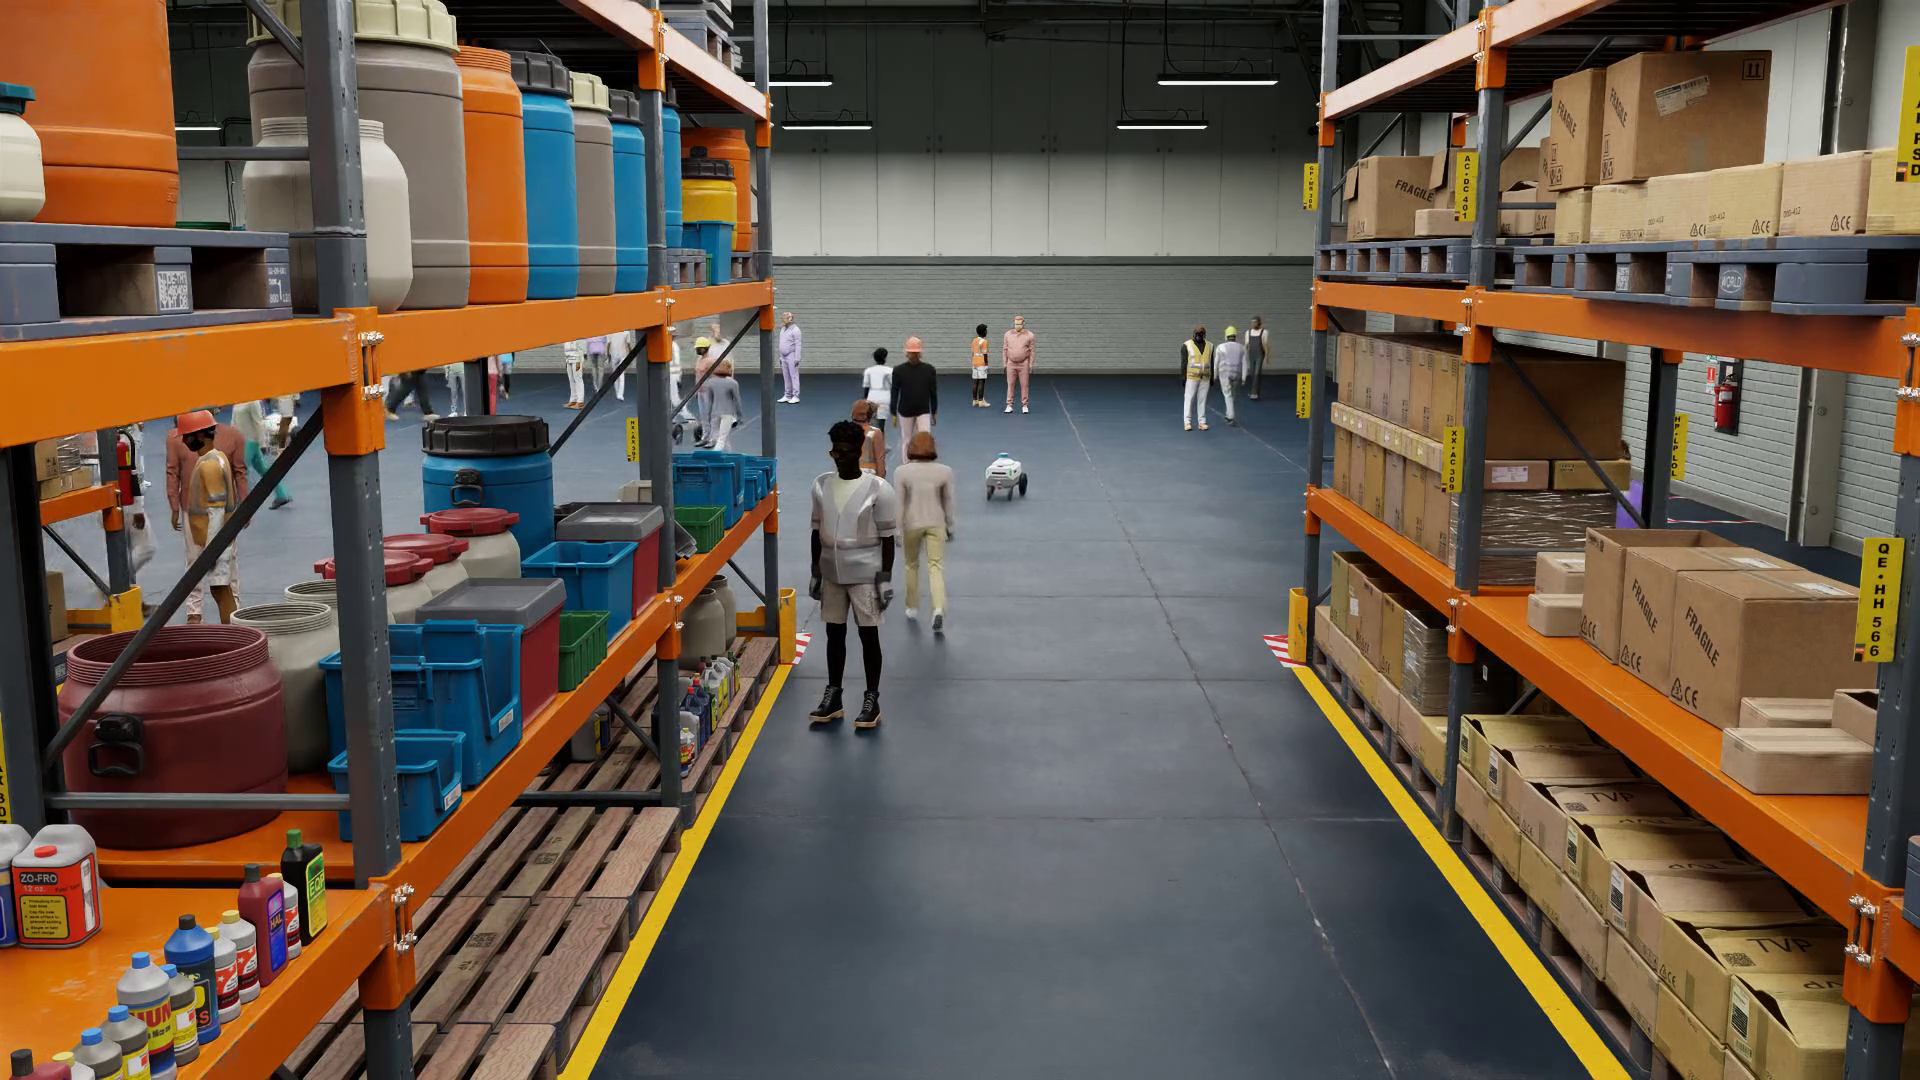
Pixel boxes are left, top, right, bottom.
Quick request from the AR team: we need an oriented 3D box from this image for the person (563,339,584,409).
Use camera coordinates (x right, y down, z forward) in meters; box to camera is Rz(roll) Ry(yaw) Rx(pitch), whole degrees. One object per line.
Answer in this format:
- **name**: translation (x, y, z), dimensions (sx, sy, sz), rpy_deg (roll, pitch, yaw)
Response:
- **person**: translation (-7.824, -3.636, 33.696), dimensions (0.382, 1.951, 0.605), rpy_deg (-7, 12, -38)

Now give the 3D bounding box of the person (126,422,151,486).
- **person**: translation (-10.999, -1.567, 21.921), dimensions (0.487, 1.744, 0.295), rpy_deg (1, 10, 4)

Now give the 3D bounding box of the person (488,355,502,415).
- **person**: translation (-8.821, -3.095, 31.031), dimensions (0.544, 1.765, 0.374), rpy_deg (-3, 10, -17)

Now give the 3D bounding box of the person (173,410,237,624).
- **person**: translation (-5.418, -0.004, 12.006), dimensions (0.373, 1.928, 0.543), rpy_deg (-4, 10, -22)

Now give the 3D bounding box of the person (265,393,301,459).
- **person**: translation (-10.042, -2.183, 24.759), dimensions (0.653, 2.026, 0.500), rpy_deg (7, 12, 35)

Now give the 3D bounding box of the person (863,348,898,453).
- **person**: translation (-1.248, -2.125, 25.524), dimensions (0.525, 1.658, 0.880), rpy_deg (5, 11, 29)

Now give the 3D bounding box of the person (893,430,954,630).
- **person**: translation (-0.287, -0.093, 13.534), dimensions (0.512, 1.602, 0.805), rpy_deg (-1, 10, -8)

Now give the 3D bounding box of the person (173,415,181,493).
- **person**: translation (-9.817, -1.496, 21.131), dimensions (0.509, 1.868, 0.328), rpy_deg (4, 10, 24)

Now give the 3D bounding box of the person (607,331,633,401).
- **person**: translation (-7.311, -3.903, 35.710), dimensions (0.536, 1.823, 0.984), rpy_deg (-1, 10, -6)

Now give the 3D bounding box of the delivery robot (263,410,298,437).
- **delivery robot**: translation (-11.209, -1.894, 27.279), dimensions (0.477, 0.478, 0.707), rpy_deg (3, 10, 15)

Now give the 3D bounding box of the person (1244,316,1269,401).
- **person**: translation (6.291, -3.885, 35.624), dimensions (0.532, 1.800, 0.921), rpy_deg (7, 11, 34)

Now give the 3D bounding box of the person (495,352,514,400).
- **person**: translation (-9.822, -3.849, 35.770), dimensions (0.537, 1.687, 0.499), rpy_deg (-5, 11, -27)

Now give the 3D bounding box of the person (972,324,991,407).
- **person**: translation (0.429, -3.580, 34.114), dimensions (0.318, 1.695, 0.539), rpy_deg (-5, 11, -27)

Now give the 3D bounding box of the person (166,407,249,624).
- **person**: translation (-6.059, -0.273, 13.416), dimensions (0.608, 1.996, 0.382), rpy_deg (-4, 10, -24)

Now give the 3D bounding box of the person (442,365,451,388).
- **person**: translation (-11.962, -4.346, 38.948), dimensions (0.521, 1.615, 0.678), rpy_deg (-9, 13, -44)

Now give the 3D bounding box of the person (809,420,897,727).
- **person**: translation (-0.697, 0.211, 10.603), dimensions (0.603, 1.966, 0.372), rpy_deg (5, 11, 26)

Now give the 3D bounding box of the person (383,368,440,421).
- **person**: translation (-10.317, -3.226, 31.093), dimensions (0.963, 2.000, 0.689), rpy_deg (0, 9, -2)

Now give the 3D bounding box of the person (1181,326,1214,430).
- **person**: translation (4.211, -2.864, 29.413), dimensions (0.630, 1.836, 0.429), rpy_deg (-3, 10, -15)

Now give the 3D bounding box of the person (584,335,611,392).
- **person**: translation (-8.217, -4.313, 37.892), dimensions (0.609, 1.900, 0.730), rpy_deg (1, 10, 4)

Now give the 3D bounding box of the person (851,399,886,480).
- **person**: translation (-0.931, -0.547, 16.132), dimensions (0.512, 1.637, 0.309), rpy_deg (7, 12, 35)

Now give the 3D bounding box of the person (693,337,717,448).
- **person**: translation (-4.100, -2.364, 26.632), dimensions (0.330, 1.765, 0.532), rpy_deg (-7, 12, -37)

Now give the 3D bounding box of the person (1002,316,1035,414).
- **person**: translation (1.144, -3.448, 32.714), dimensions (0.640, 1.904, 0.409), rpy_deg (2, 10, 10)

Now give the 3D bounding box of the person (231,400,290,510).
- **person**: translation (-8.411, -1.187, 19.727), dimensions (0.914, 1.723, 0.526), rpy_deg (-8, 13, -41)

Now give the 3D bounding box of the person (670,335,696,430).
- **person**: translation (-5.119, -2.856, 29.362), dimensions (0.970, 1.840, 0.583), rpy_deg (1, 10, 6)

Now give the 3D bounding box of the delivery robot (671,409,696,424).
- **delivery robot**: translation (-4.619, -2.059, 27.491), dimensions (0.335, 0.223, 0.698), rpy_deg (4, 10, 21)

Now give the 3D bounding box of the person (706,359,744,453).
- **person**: translation (-3.346, -1.759, 23.535), dimensions (0.510, 1.590, 0.872), rpy_deg (4, 10, 24)

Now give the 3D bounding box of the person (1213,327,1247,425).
- **person**: translation (4.953, -3.004, 30.432), dimensions (0.583, 1.792, 0.930), rpy_deg (-1, 10, -9)

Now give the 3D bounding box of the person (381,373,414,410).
- **person**: translation (-11.337, -3.501, 33.128), dimensions (0.626, 1.891, 1.049), rpy_deg (9, 13, 43)

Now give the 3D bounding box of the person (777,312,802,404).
- **person**: translation (-3.604, -3.838, 35.032), dimensions (0.401, 1.910, 0.642), rpy_deg (-8, 12, -39)

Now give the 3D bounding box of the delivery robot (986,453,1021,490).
- **delivery robot**: translation (0.557, -0.859, 21.081), dimensions (0.477, 0.478, 0.707), rpy_deg (2, 10, 12)

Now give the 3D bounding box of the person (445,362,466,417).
- **person**: translation (-9.604, -3.168, 31.837), dimensions (0.507, 1.633, 0.276), rpy_deg (0, 9, 0)

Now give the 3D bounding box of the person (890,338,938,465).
- **person**: translation (-0.591, -1.659, 21.822), dimensions (0.637, 1.954, 0.935), rpy_deg (-1, 10, -7)

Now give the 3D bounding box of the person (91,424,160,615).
- **person**: translation (-6.956, -0.276, 13.805), dimensions (0.606, 1.867, 0.483), rpy_deg (9, 13, 42)

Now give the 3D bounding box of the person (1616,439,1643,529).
- **person**: translation (4.253, 0.213, 11.033), dimensions (0.570, 1.824, 0.766), rpy_deg (0, 9, -2)

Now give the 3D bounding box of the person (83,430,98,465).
- **person**: translation (-12.669, -2.044, 24.402), dimensions (0.657, 1.874, 0.678), rpy_deg (5, 11, 28)

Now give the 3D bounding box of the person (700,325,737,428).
- **person**: translation (-4.271, -2.889, 29.554), dimensions (0.709, 1.840, 1.027), rpy_deg (-6, 11, -33)
